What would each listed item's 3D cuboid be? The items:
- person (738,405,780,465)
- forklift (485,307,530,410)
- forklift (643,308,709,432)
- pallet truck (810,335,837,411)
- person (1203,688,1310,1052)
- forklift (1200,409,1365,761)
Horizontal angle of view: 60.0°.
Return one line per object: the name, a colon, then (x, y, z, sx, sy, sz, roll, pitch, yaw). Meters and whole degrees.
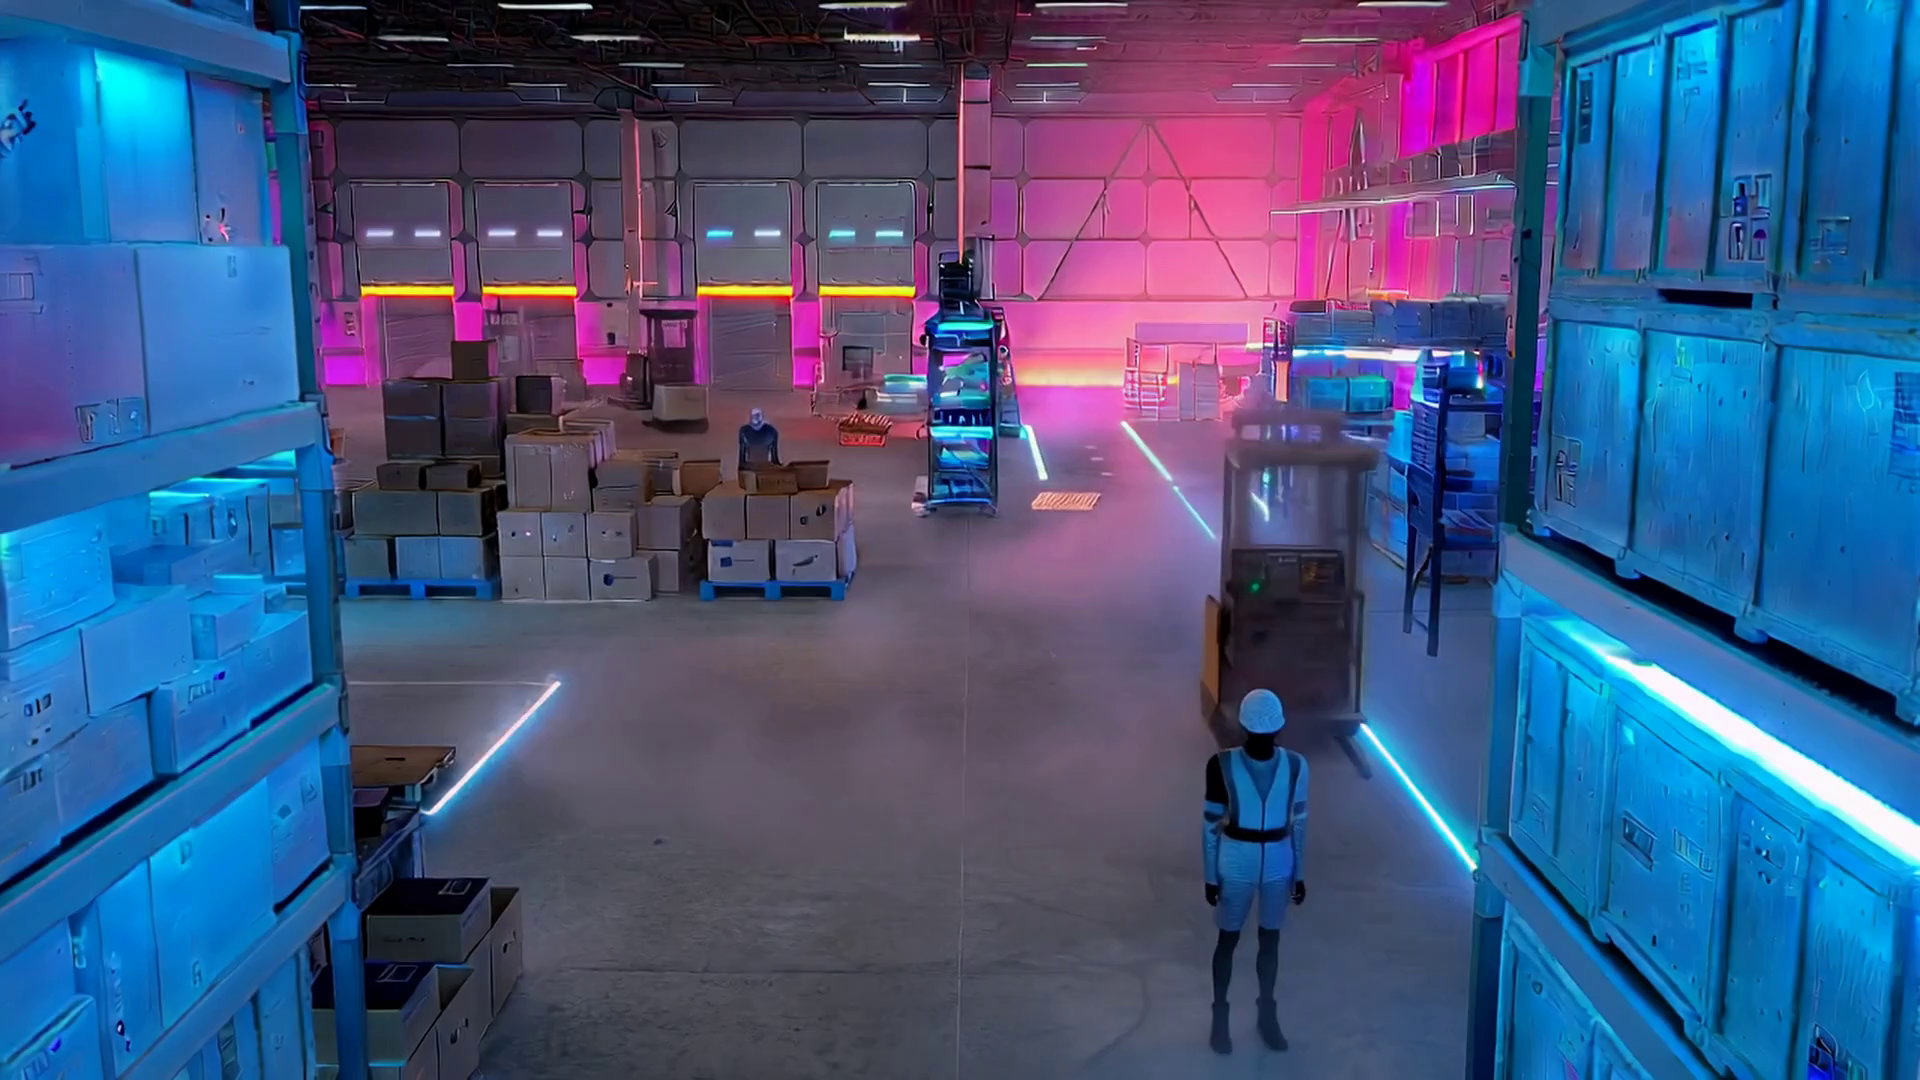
person: (-2.937, -1.014, 24.323, 0.623, 1.932, 0.373, 2, 10, 11)
forklift: (-10.753, -4.150, 39.645, 1.129, 2.768, 1.873, 0, 10, 1)
forklift: (-6.623, -3.980, 38.665, 1.129, 2.768, 1.873, -5, 11, -25)
pallet truck: (-3.021, -4.312, 43.126, 1.885, 1.965, 0.823, 3, 10, 17)
person: (1.533, 1.703, 8.591, 0.549, 1.936, 0.377, -1, 10, -4)
forklift: (2.690, 0.295, 14.000, 1.129, 2.768, 1.873, 0, 10, 1)
